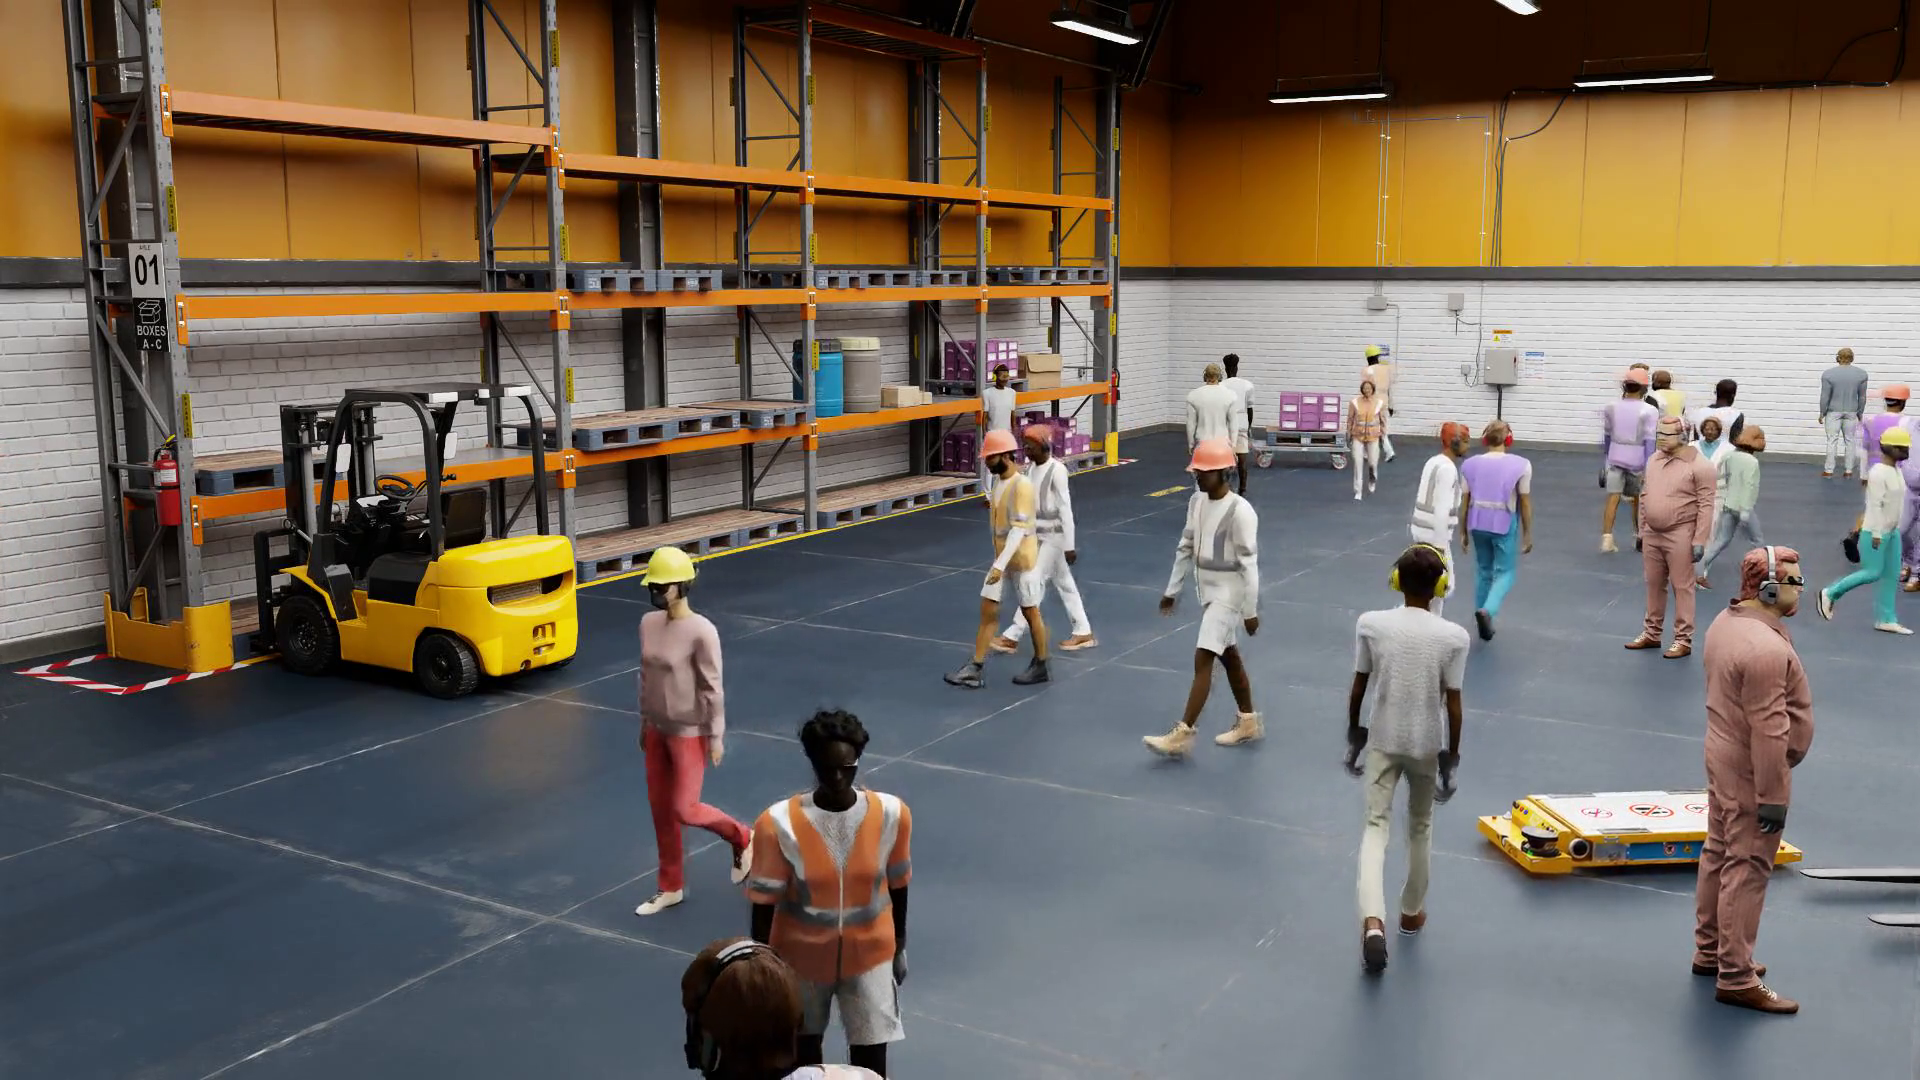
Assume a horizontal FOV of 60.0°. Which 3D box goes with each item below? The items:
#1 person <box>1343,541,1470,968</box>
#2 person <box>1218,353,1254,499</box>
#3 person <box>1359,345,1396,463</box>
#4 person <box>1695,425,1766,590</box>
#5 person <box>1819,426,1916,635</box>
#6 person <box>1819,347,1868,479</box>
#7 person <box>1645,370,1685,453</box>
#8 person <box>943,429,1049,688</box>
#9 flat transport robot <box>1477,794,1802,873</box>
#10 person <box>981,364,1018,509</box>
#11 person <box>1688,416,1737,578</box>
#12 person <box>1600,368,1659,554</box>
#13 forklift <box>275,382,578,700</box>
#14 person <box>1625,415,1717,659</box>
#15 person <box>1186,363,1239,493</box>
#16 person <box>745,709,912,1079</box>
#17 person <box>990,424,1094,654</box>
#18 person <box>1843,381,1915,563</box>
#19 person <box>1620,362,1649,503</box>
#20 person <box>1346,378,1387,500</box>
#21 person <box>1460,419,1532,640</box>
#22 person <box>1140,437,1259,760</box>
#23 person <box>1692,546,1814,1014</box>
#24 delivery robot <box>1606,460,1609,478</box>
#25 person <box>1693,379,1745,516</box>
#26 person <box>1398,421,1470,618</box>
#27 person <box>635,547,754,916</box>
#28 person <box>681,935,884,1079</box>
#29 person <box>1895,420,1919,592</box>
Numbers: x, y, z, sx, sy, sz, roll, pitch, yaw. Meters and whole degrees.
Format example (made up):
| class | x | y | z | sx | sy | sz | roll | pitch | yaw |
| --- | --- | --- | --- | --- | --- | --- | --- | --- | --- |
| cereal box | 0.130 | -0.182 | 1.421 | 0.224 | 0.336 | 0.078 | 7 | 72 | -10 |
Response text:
| class | x | y | z | sx | sy | sz | roll | pitch | yaw |
| --- | --- | --- | --- | --- | --- | --- | --- | --- | --- |
| person | 1.942 | 0.934 | 7.317 | 0.521 | 1.838 | 0.851 | 3 | 10 | 19 |
| person | 3.578 | -1.474 | 21.929 | 0.600 | 1.959 | 0.376 | -2 | 9 | -14 |
| person | 6.690 | -2.182 | 26.635 | 0.594 | 1.883 | 0.980 | -5 | 10 | -27 |
| person | 7.350 | -0.294 | 15.717 | 0.836 | 1.591 | 0.523 | 1 | 9 | 4 |
| person | 7.689 | -0.096 | 13.972 | 0.531 | 1.747 | 0.662 | -7 | 11 | -37 |
| person | 12.918 | -1.853 | 24.374 | 0.629 | 1.936 | 0.373 | 2 | 9 | 11 |
| person | 8.687 | -1.192 | 20.617 | 0.694 | 1.819 | 0.450 | -5 | 10 | -28 |
| person | 0.275 | 0.153 | 11.983 | 0.938 | 1.883 | 0.536 | -5 | 10 | -29 |
| flat transport robot | 3.507 | 1.499 | 8.625 | 1.431 | 0.197 | 0.652 | -1 | 9 | -6 |
| person | 0.507 | -1.325 | 21.312 | 0.513 | 1.862 | 0.327 | -5 | 10 | -27 |
| person | 7.457 | -0.445 | 16.599 | 0.519 | 1.614 | 0.719 | 6 | 11 | 35 |
| person | 7.203 | -0.843 | 17.870 | 0.611 | 2.004 | 0.924 | 9 | 13 | 44 |
| forklift | -3.974 | -0.067 | 12.417 | 2.313 | 2.155 | 1.214 | 5 | 11 | 30 |
| person | 5.578 | -0.030 | 13.085 | 0.405 | 1.904 | 0.653 | -4 | 10 | -25 |
| person | 3.033 | -1.157 | 20.027 | 0.629 | 1.936 | 0.373 | 2 | 9 | 13 |
| person | -0.411 | 1.340 | 5.329 | 0.547 | 1.646 | 0.886 | -2 | 9 | -11 |
| person | 0.649 | 0.000 | 13.124 | 0.973 | 1.826 | 0.585 | -3 | 10 | -17 |
| person | 9.501 | -0.679 | 17.120 | 0.796 | 1.916 | 0.548 | -5 | 10 | -30 |
| person | 8.886 | -1.413 | 21.914 | 0.345 | 1.845 | 0.508 | 2 | 9 | 11 |
| person | 5.432 | -1.356 | 22.255 | 0.521 | 1.628 | 0.475 | 2 | 9 | 15 |
| person | 4.332 | -0.064 | 13.550 | 0.585 | 1.824 | 0.622 | 7 | 12 | 38 |
| person | 1.508 | 0.362 | 10.366 | 1.012 | 1.995 | 0.635 | -3 | 10 | -20 |
| person | 3.285 | 0.966 | 6.867 | 0.409 | 1.907 | 0.648 | 1 | 9 | 8 |
| delivery robot | 9.343 | -1.064 | 23.448 | 0.477 | 0.478 | 0.707 | 5 | 10 | 30 |
| person | 8.042 | -0.778 | 17.780 | 0.572 | 1.897 | 0.607 | -4 | 10 | -24 |
| person | 3.709 | -0.018 | 13.151 | 0.556 | 1.862 | 0.591 | 0 | 9 | 2 |
| person | -1.283 | 0.884 | 7.866 | 0.530 | 1.752 | 0.554 | 8 | 12 | 42 |
| person | -0.407 | 1.614 | 3.170 | 0.650 | 1.791 | 0.944 | -7 | 12 | -38 |
| person | 9.099 | -0.435 | 15.701 | 0.454 | 1.876 | 0.723 | -7 | 11 | -36 |
